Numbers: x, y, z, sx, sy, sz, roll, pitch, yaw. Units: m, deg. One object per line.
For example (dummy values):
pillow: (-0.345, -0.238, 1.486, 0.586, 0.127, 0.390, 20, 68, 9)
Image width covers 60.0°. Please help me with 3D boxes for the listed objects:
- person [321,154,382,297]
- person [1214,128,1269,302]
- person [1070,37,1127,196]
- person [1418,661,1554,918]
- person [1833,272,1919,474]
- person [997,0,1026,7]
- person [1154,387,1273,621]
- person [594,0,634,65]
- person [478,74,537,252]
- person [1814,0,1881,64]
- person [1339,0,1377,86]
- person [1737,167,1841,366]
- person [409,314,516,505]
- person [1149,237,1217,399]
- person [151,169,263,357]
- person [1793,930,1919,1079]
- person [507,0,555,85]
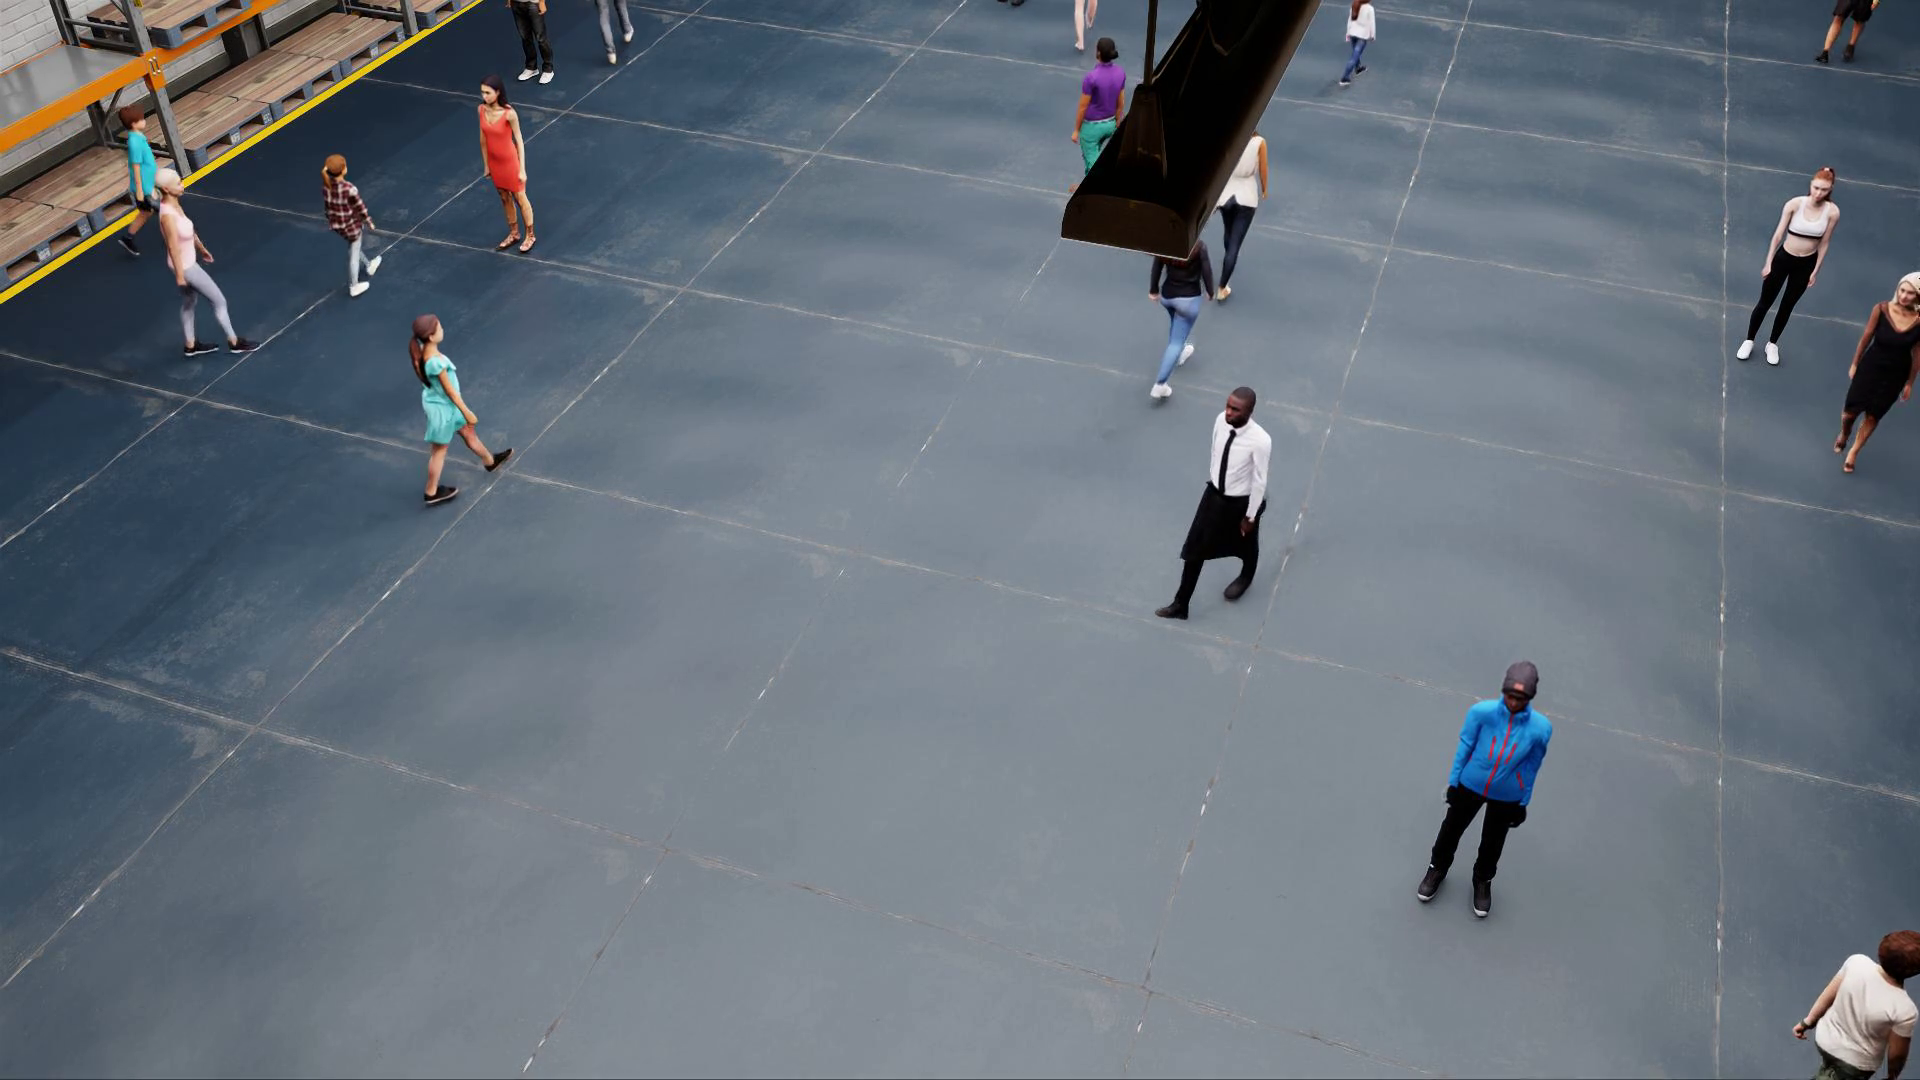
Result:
person: (-5.483, -2.775, 14.784, 0.556, 1.282, 0.799, 14, 41, 17)
person: (2.422, -2.927, 14.611, 0.649, 1.736, 1.113, 16, 41, 19)
person: (1.363, -3.860, 15.777, 1.160, 1.739, 1.082, -27, 46, -29)
person: (2.937, 1.355, 9.204, 0.607, 1.793, 0.528, 14, 41, 17)
person: (6.981, -1.293, 12.567, 0.655, 1.734, 0.690, 19, 42, 22)
person: (0.773, -7.455, 20.204, 0.754, 1.831, 0.730, 21, 43, 24)
person: (1.918, -0.285, 11.254, 1.276, 1.797, 1.033, -30, 47, -32)
person: (-4.008, -6.304, 18.749, 0.971, 1.849, 1.178, -5, 39, -6)
person: (-4.173, -3.464, 15.301, 0.583, 1.713, 0.504, 14, 41, 17)
person: (10.227, -6.242, 18.820, 0.871, 1.664, 1.124, 28, 46, 31)
person: (4.409, -5.597, 18.472, 0.841, 1.090, 0.683, -28, 46, -31)
person: (6.899, -2.272, 13.787, 0.579, 1.741, 0.506, 14, 41, 17)
person: (-3.893, -0.925, 12.278, 1.055, 1.520, 0.929, -21, 43, -24)
person: (1.750, -1.900, 13.442, 0.863, 1.589, 1.190, 25, 45, 28)
person: (-6.515, -2.262, 13.807, 0.919, 1.699, 0.880, -15, 41, -18)
person: (4.163, 2.481, 7.941, 1.135, 1.608, 1.126, -13, 41, -16)
person: (-4.770, -5.966, 18.356, 0.642, 1.811, 0.537, 14, 41, 17)
